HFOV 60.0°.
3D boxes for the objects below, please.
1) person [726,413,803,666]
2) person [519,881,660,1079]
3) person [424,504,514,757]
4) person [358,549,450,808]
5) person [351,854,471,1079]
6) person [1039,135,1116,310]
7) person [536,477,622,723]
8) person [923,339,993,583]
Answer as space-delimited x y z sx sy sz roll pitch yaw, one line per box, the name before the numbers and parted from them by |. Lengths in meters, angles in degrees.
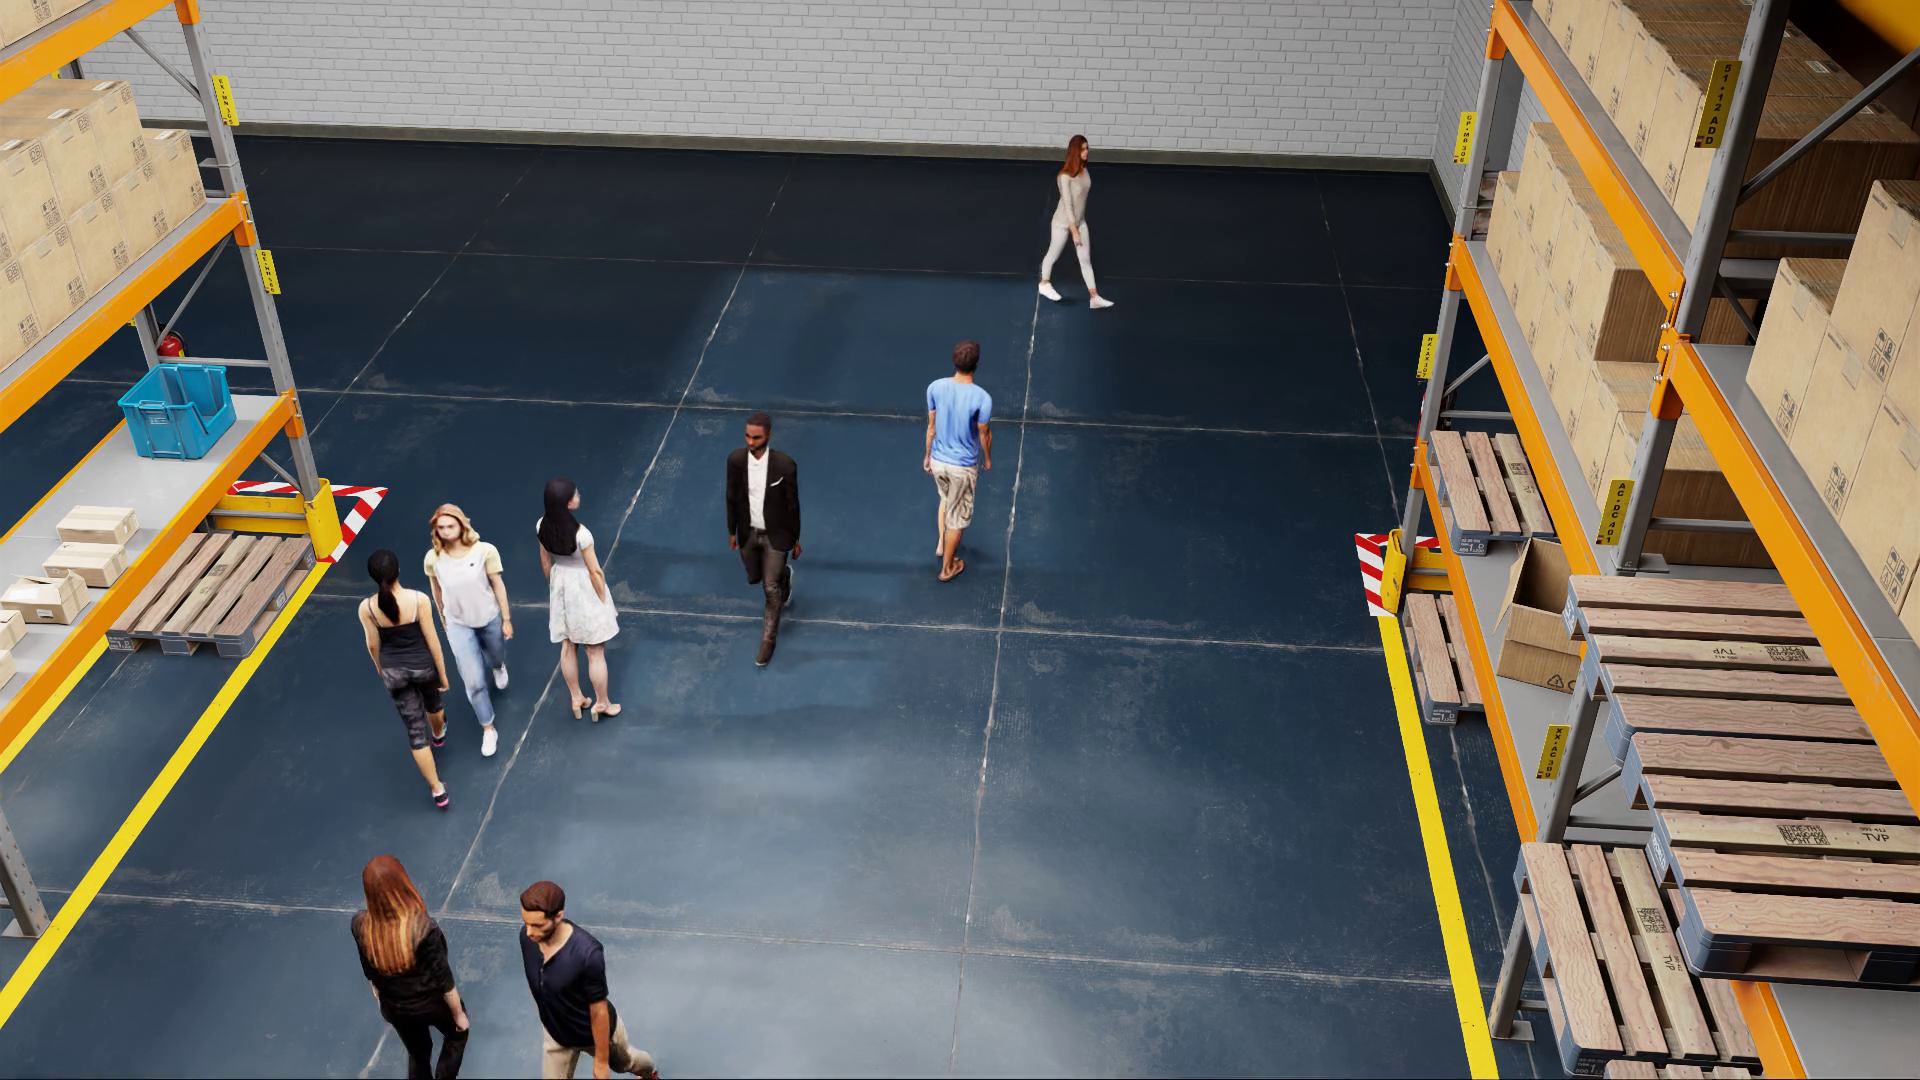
person | -1.286 -0.074 11.210 0.789 1.778 1.113 8 34 12
person | -1.706 2.206 7.752 0.846 1.809 1.222 11 35 16
person | -3.038 0.471 10.463 0.842 1.697 1.152 -7 34 -11
person | -3.258 0.858 9.875 0.825 1.703 1.111 -9 35 -13
person | -2.591 2.236 7.804 0.661 1.701 0.715 6 34 9
person | 0.959 -2.986 15.697 1.067 1.660 1.084 27 42 34
person | -2.418 0.386 10.522 0.737 1.773 0.750 14 36 20
person | -0.066 -0.505 11.800 0.812 1.843 0.867 17 37 24
